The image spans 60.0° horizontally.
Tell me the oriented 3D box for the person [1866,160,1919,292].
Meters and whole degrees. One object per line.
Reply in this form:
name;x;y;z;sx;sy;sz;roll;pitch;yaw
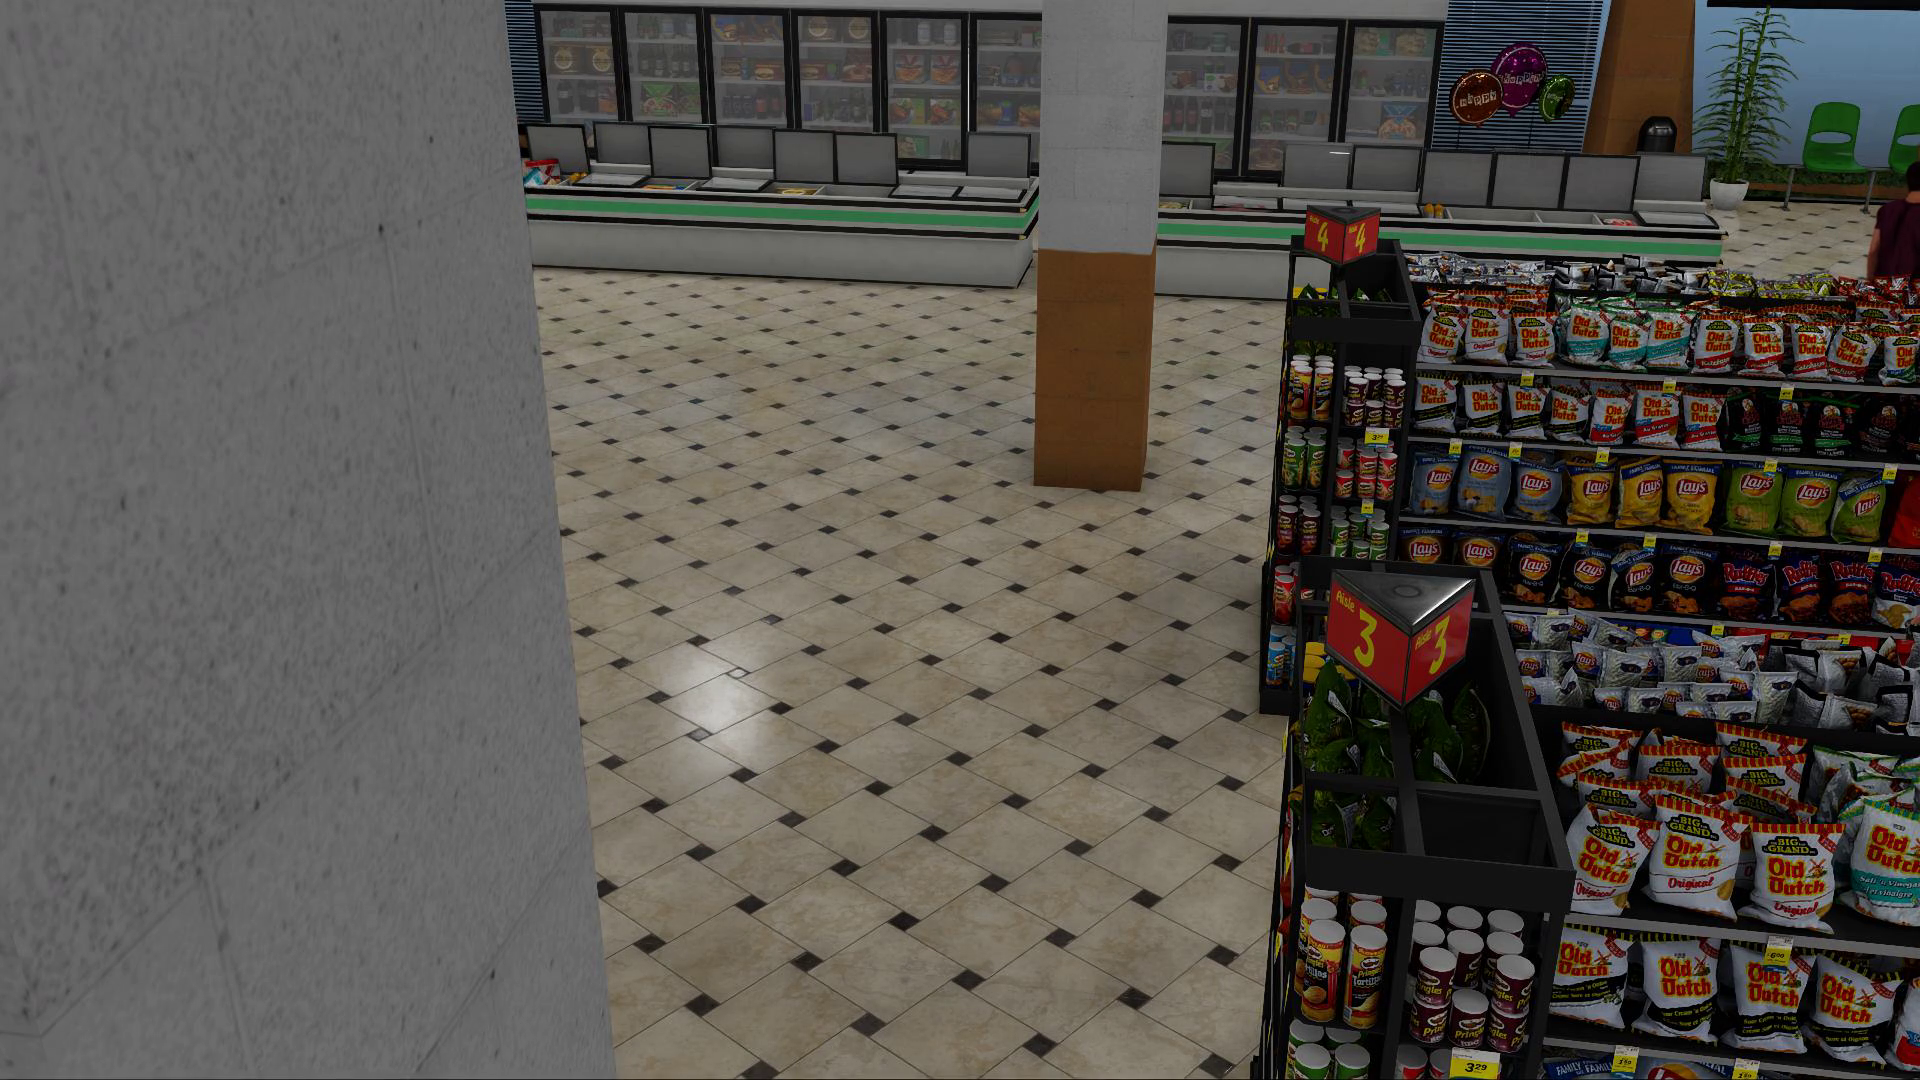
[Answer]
person;6.588;-1.750;11.704;0.754;1.851;0.737;-11;26;-23
